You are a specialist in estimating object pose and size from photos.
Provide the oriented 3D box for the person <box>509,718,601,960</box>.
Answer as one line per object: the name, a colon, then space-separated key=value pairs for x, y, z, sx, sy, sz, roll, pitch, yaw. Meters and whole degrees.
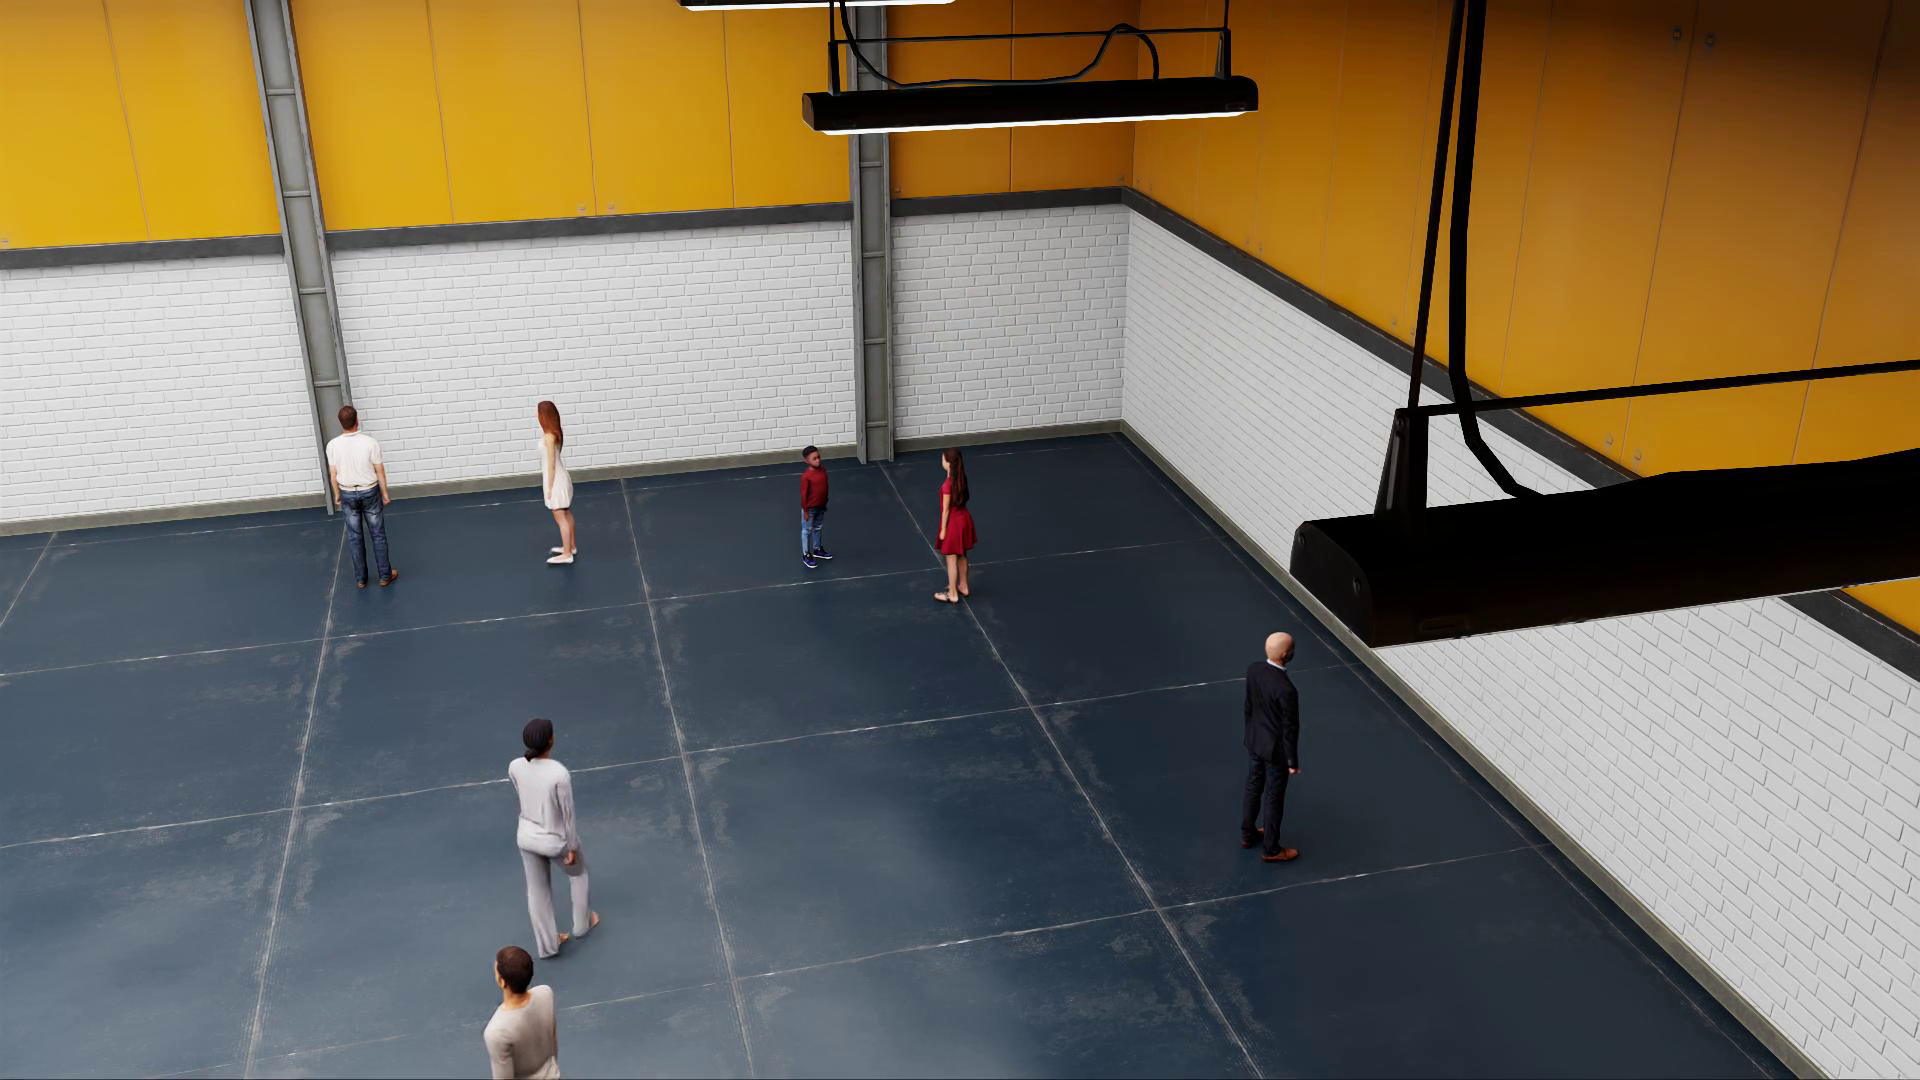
person: x=-2.757 y=2.005 z=10.941 sx=0.840 sy=1.717 sz=0.882 roll=6 pitch=24 yaw=13

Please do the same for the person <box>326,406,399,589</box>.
person: x=-5.896 y=-0.429 z=16.337 sx=0.518 sy=1.855 sz=0.738 roll=-4 pitch=24 yaw=-9

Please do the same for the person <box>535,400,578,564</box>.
person: x=-4.096 y=-0.605 z=16.918 sx=0.564 sy=1.711 sz=0.596 roll=-3 pitch=24 yaw=-6

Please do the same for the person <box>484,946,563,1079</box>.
person: x=-2.237 y=2.905 z=8.693 sx=0.785 sy=1.868 sz=0.742 roll=11 pitch=26 yaw=24

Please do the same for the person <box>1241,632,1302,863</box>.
person: x=2.245 y=1.482 z=12.034 sx=0.669 sy=1.800 sz=0.739 roll=-13 pitch=27 yaw=-26

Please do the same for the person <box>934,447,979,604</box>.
person: x=-0.042 y=-0.157 z=16.094 sx=0.749 sy=1.551 sz=0.689 roll=13 pitch=27 yaw=27

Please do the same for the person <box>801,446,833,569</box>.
person: x=-1.492 y=-0.369 z=16.948 sx=0.643 sy=1.255 sz=0.566 roll=17 pitch=29 yaw=34
